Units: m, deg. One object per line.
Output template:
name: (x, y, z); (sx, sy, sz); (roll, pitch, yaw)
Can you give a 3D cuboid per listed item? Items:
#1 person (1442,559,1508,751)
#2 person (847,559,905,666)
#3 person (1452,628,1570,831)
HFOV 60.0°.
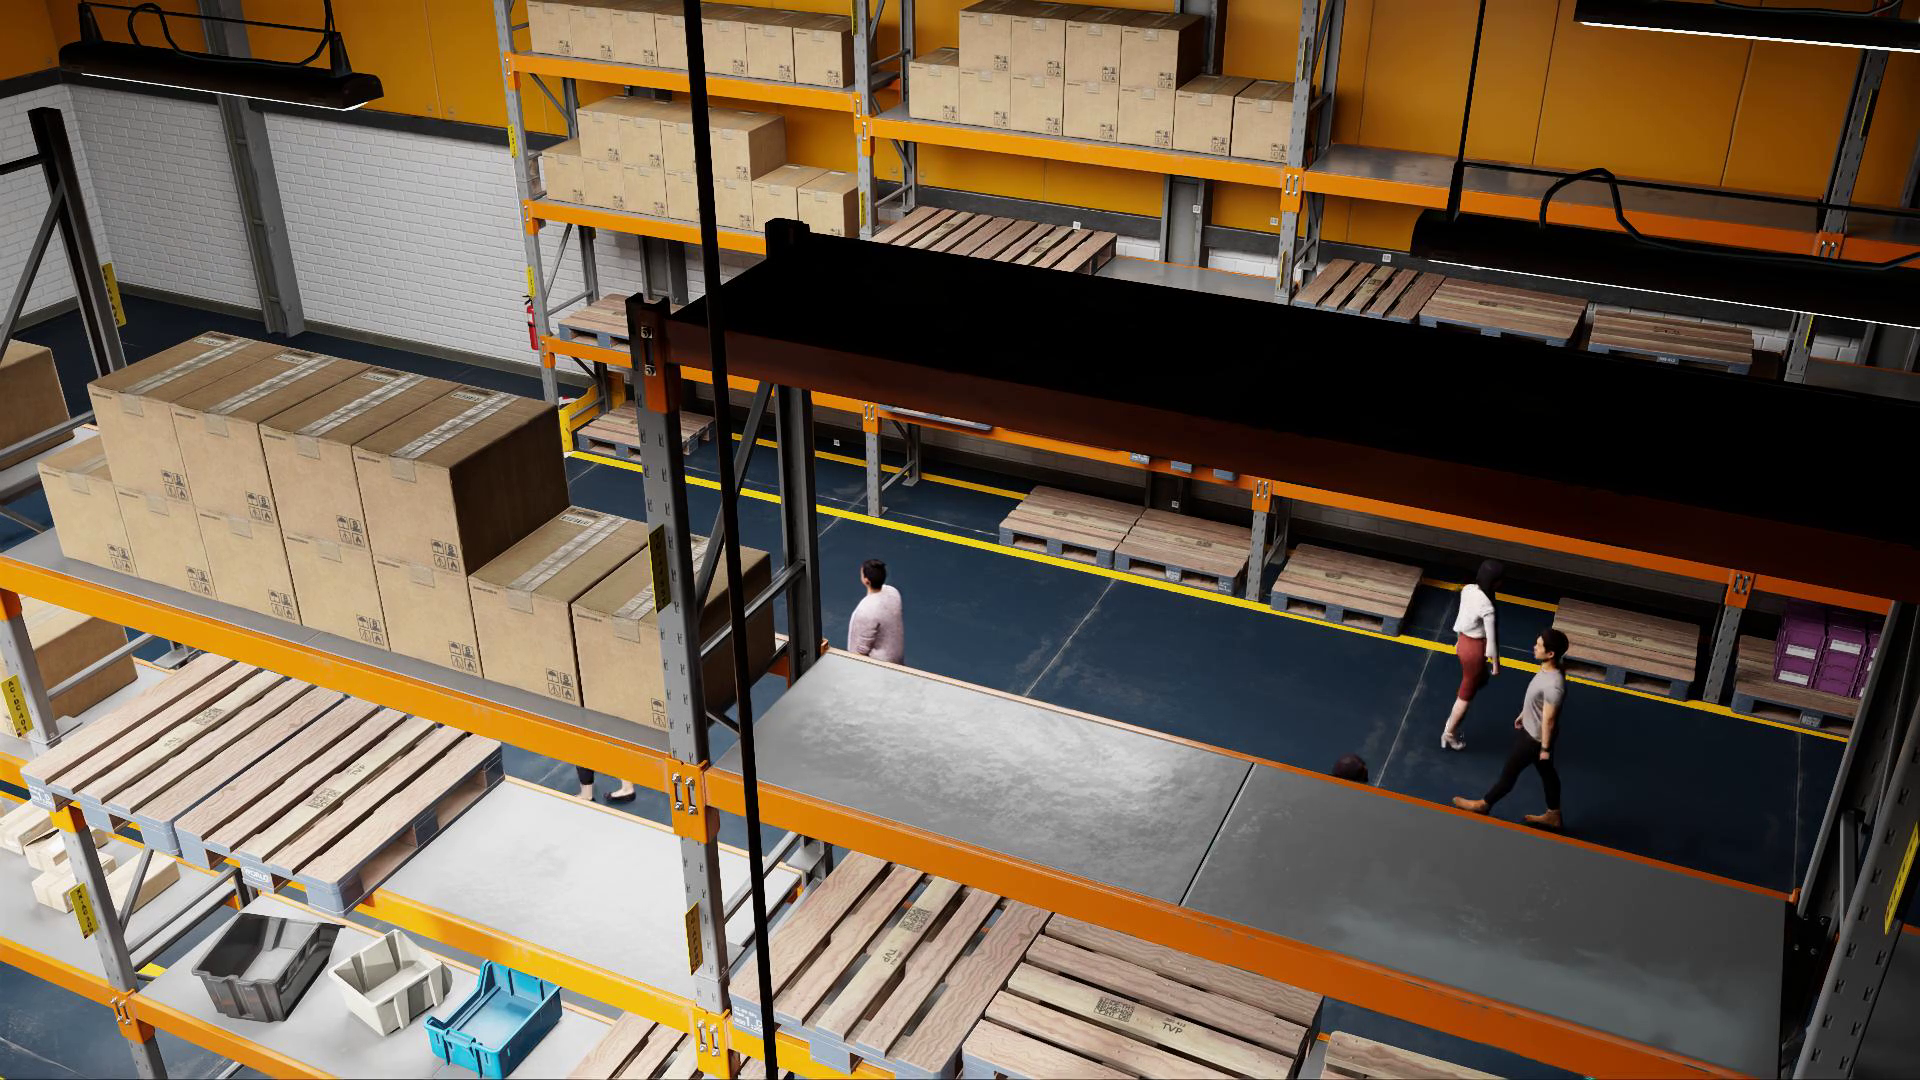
person: (3.954, 0.934, 13.086); (0.733, 1.739, 0.707); (-2, 29, -4)
person: (-0.643, 0.907, 13.131); (0.669, 1.742, 0.723); (18, 33, 29)
person: (4.348, 1.434, 12.227); (1.044, 1.683, 0.659); (10, 30, 18)
